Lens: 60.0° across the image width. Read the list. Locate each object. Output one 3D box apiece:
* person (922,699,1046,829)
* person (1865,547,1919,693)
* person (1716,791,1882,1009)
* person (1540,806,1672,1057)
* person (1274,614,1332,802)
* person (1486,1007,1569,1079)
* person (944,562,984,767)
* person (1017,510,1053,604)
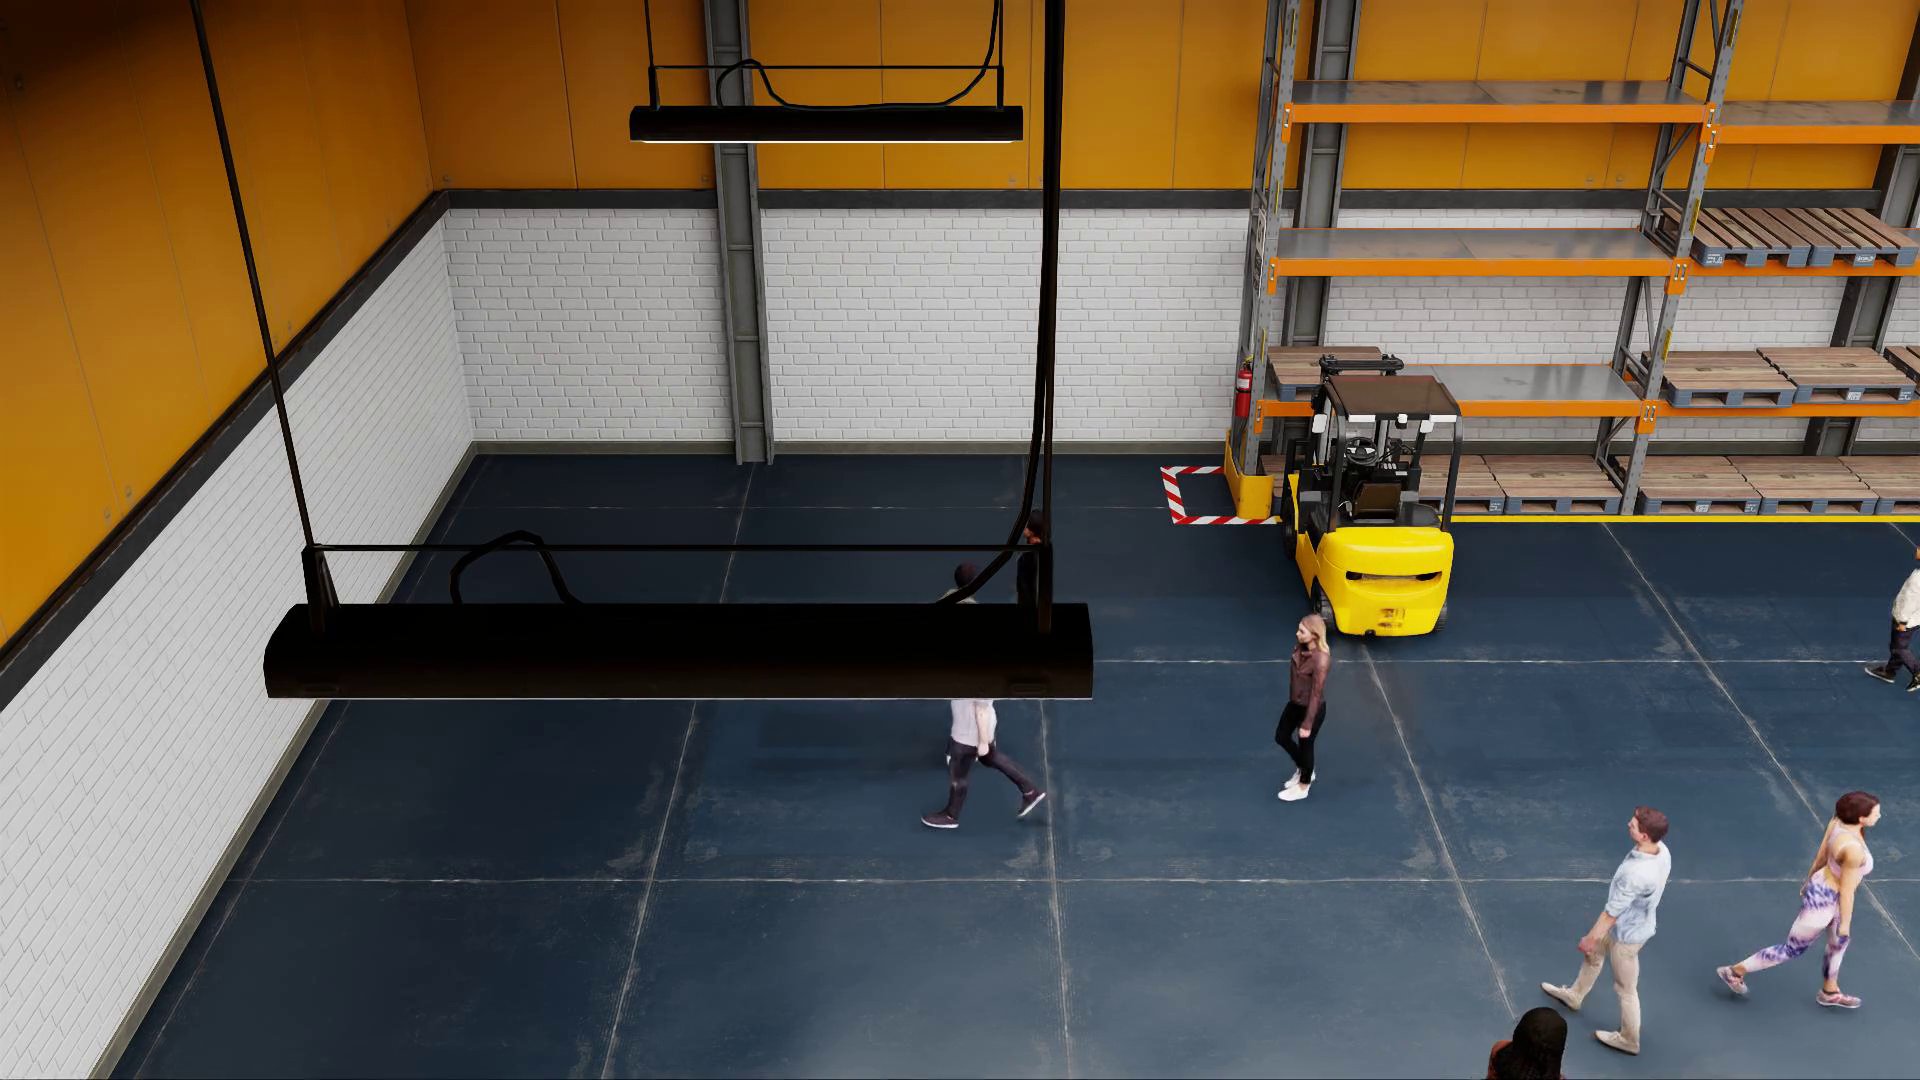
[{"bbox_3d":[0.214,1.414,12.508,1.183,1.811,0.723,2,29,3],"label":"person"},{"bbox_3d":[8.229,0.657,14.281,0.839,1.443,0.890,-23,36,-36],"label":"person"},{"bbox_3d":[5.544,2.365,10.847,1.224,1.732,0.779,7,29,12],"label":"person"},{"bbox_3d":[4.298,2.510,10.485,1.071,1.824,0.960,19,34,30],"label":"person"},{"bbox_3d":[2.746,1.295,12.846,0.657,1.696,0.683,-6,29,-11],"label":"person"},{"bbox_3d":[2.988,3.292,9.075,1.013,1.803,0.911,-17,33,-29],"label":"person"},{"bbox_3d":[-0.054,1.027,13.180,0.753,1.847,0.776,-9,30,-17],"label":"person"},{"bbox_3d":[0.686,0.473,14.400,1.006,1.653,0.605,0,29,1],"label":"person"}]
